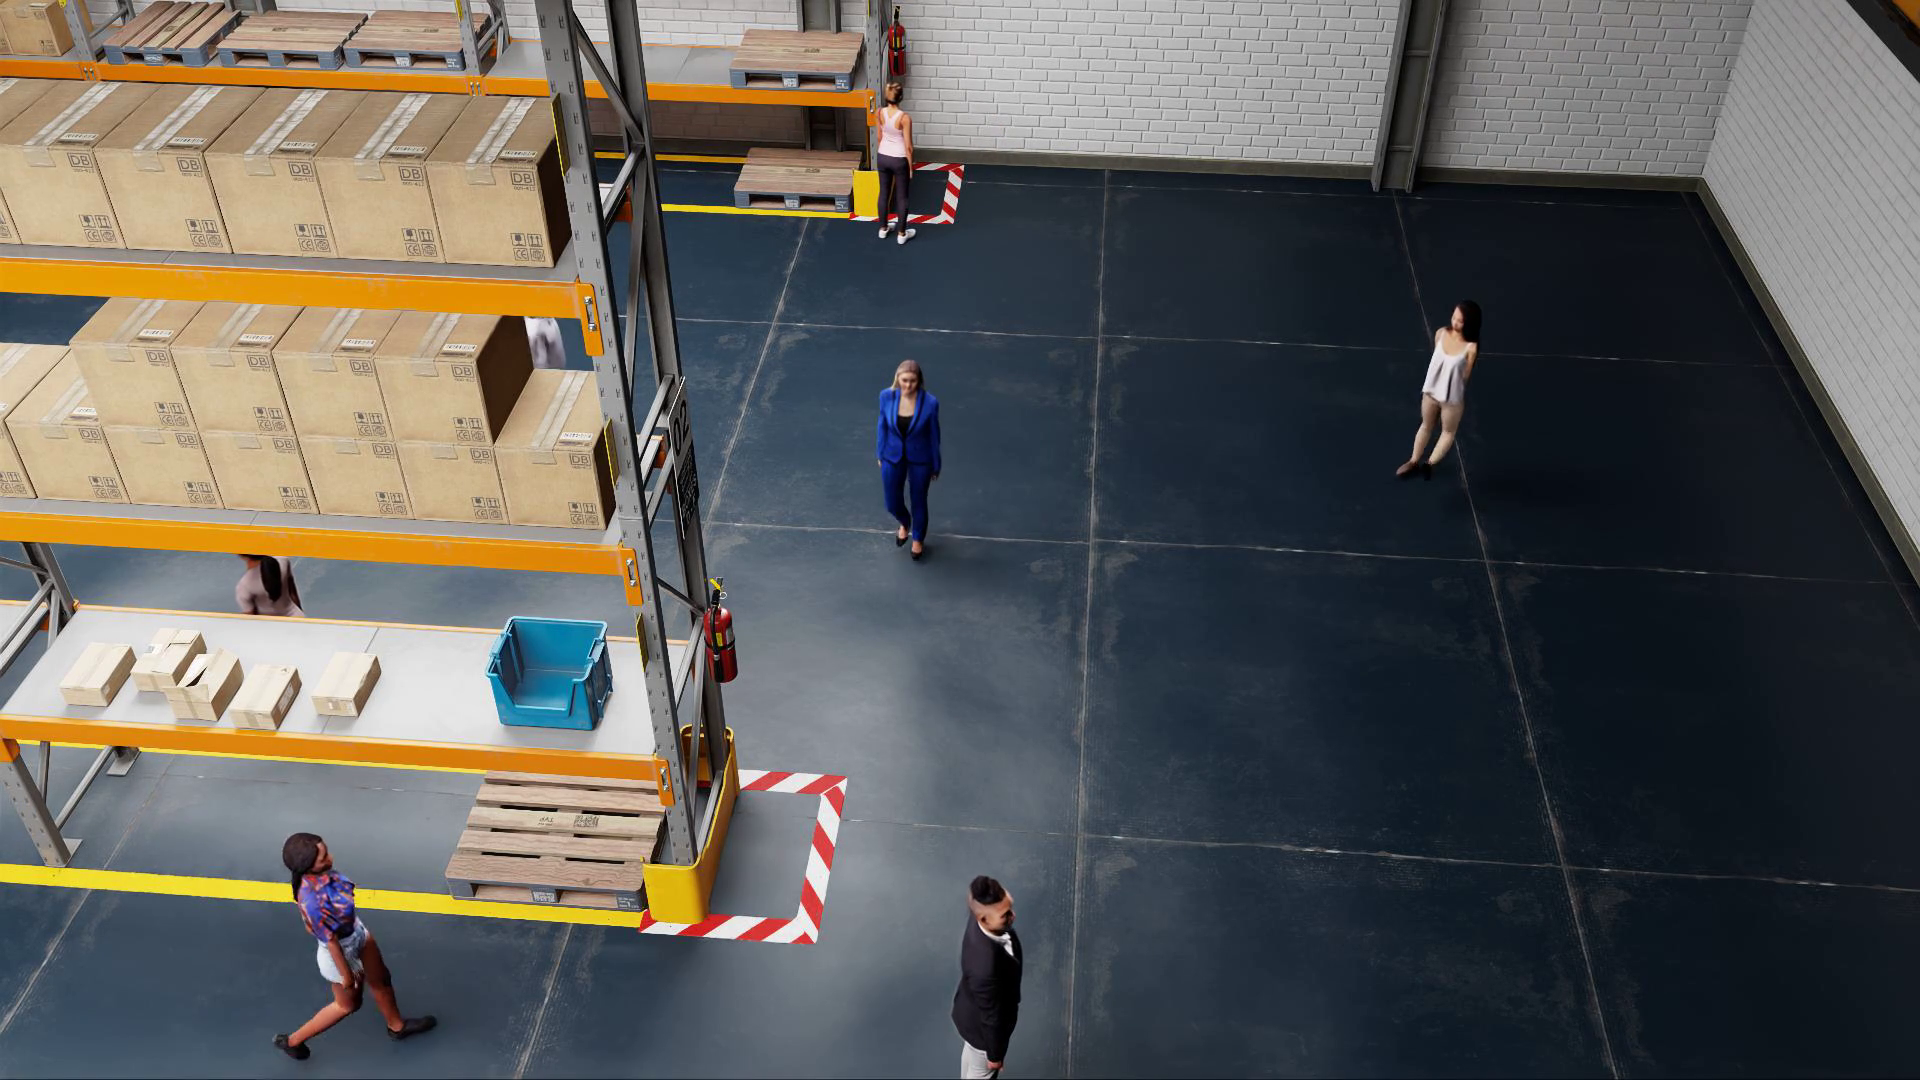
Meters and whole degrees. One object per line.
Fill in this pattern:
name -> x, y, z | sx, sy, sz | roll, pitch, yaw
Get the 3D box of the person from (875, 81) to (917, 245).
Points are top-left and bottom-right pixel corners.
person -> -0.647, -3.667, 16.099 | 0.567, 1.648, 0.679 | 17, 42, 20

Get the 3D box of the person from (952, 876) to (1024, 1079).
person -> 0.129, 2.334, 8.340 | 0.599, 1.954, 0.726 | 0, 39, 0

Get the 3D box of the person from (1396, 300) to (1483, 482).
person -> 3.677, -1.101, 12.885 | 0.852, 1.650, 0.799 | -19, 42, -22

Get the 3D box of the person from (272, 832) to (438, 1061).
person -> -3.334, 2.169, 8.732 | 1.113, 1.724, 0.832 | -11, 40, -13

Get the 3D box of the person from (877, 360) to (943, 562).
person -> -0.363, -0.632, 12.268 | 0.536, 1.688, 0.705 | 5, 39, 7
